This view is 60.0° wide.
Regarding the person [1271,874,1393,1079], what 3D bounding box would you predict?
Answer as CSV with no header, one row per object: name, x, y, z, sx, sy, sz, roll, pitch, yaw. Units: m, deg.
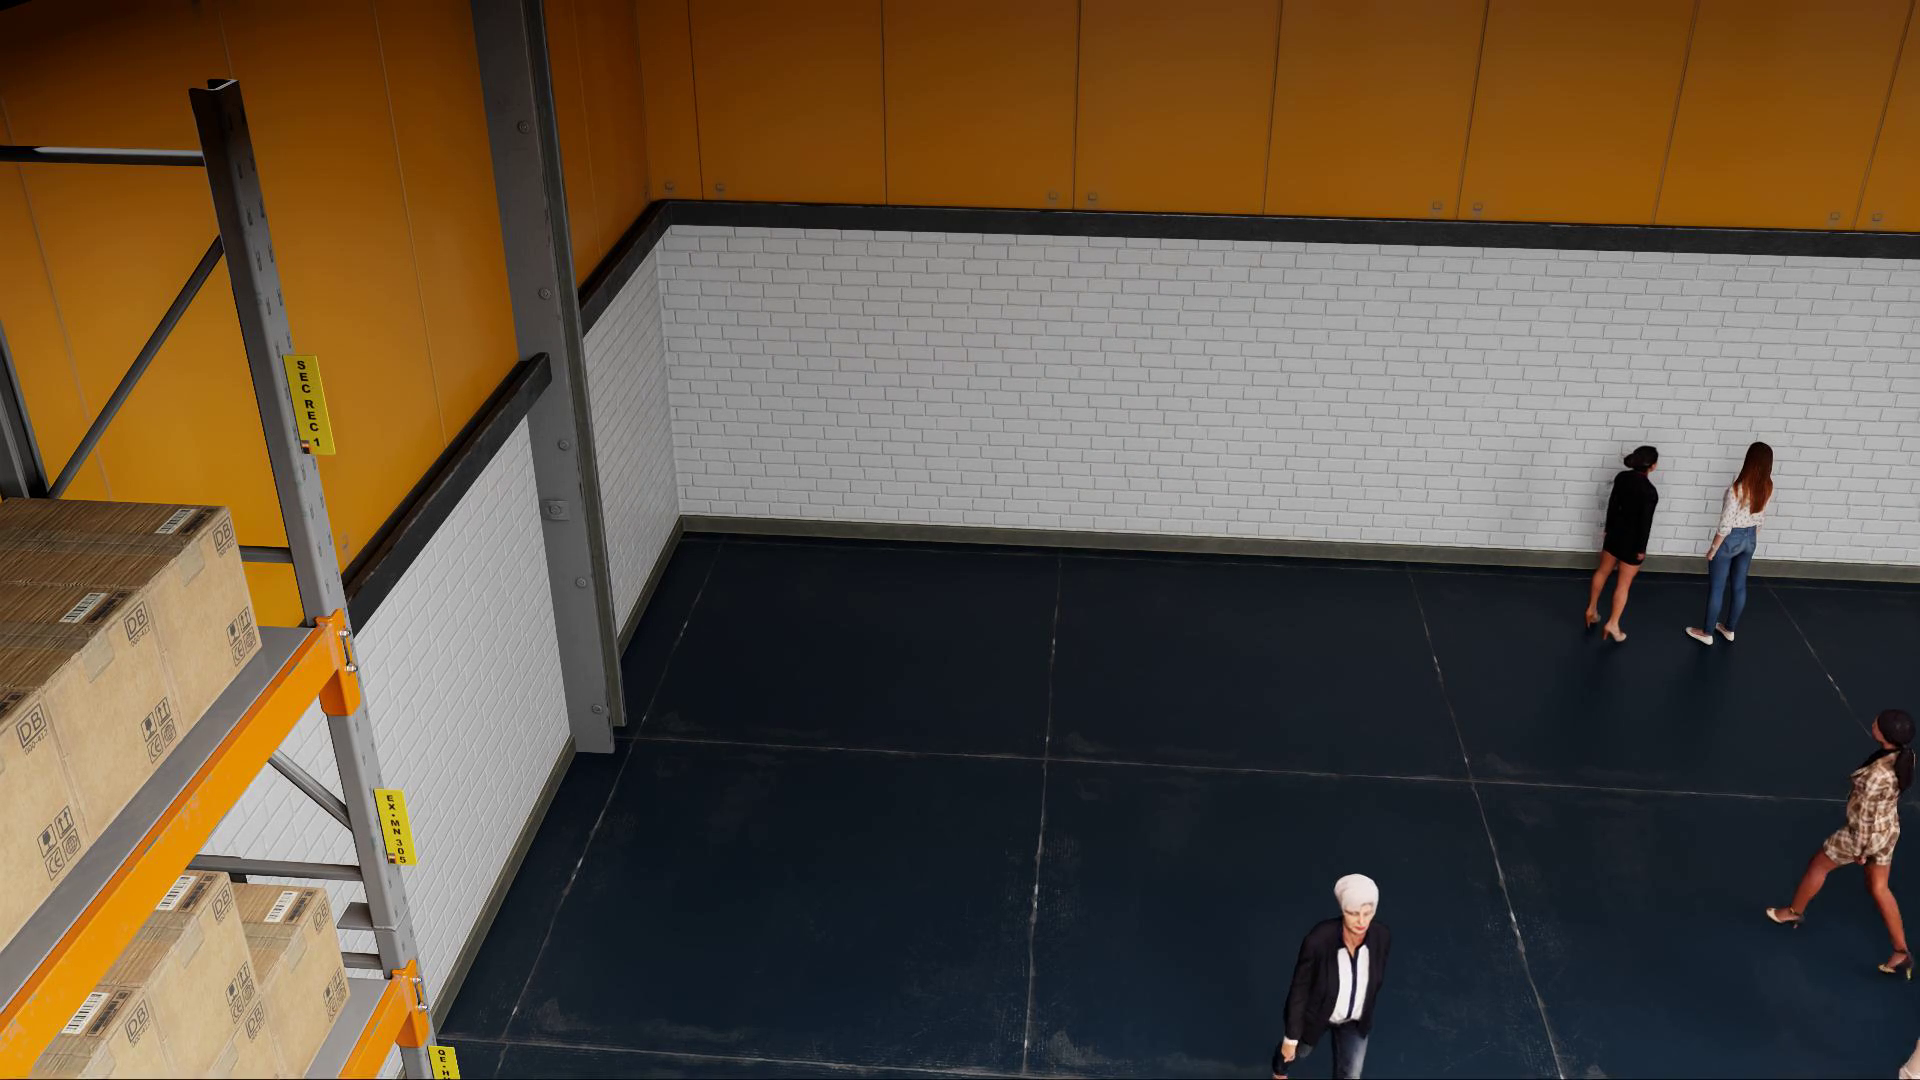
person,1.708,2.280,8.064,0.802,1.718,1.178,-1,29,-2

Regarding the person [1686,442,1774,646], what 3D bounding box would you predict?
person,6.046,0.021,12.957,0.647,1.729,0.625,-8,30,-15

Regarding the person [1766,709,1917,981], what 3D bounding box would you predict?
person,5.377,1.788,9.696,1.017,1.749,1.146,-17,33,-29

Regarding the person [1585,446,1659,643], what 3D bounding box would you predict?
person,5.221,0.020,13.061,0.733,1.631,0.649,-11,30,-19
